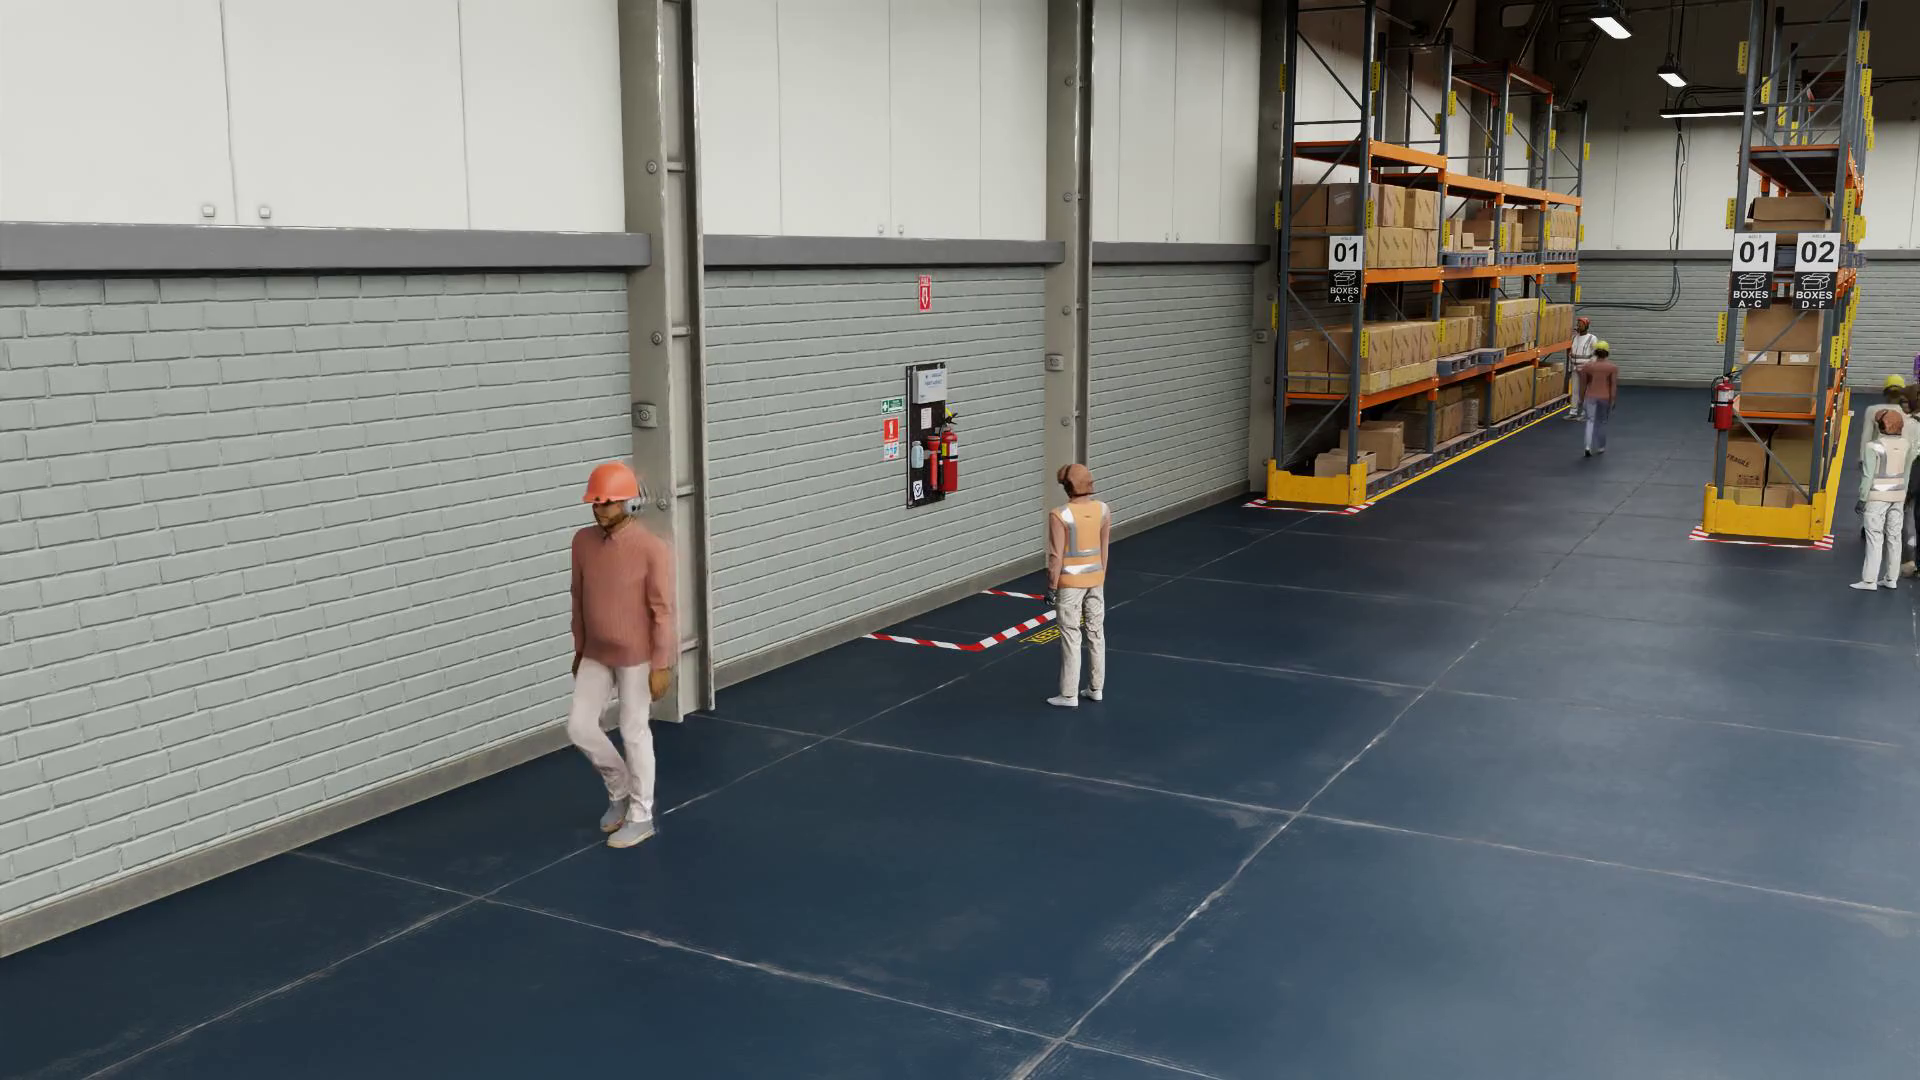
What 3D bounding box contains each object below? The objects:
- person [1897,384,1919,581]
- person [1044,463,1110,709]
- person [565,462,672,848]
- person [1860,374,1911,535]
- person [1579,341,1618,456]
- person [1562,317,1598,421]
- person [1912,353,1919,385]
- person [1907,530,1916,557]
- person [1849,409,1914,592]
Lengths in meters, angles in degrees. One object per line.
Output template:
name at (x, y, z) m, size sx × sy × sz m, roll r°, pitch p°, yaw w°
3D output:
person at (8.799, -0.520, 15.323) m, size 0.546 × 1.820 × 0.442 m, roll -2°, pitch 10°, yaw -13°
person at (0.783, 0.302, 11.045) m, size 0.513 × 1.640 × 0.309 m, roll -7°, pitch 12°, yaw -37°
person at (-1.734, 0.582, 8.404) m, size 0.645 × 1.976 × 0.433 m, roll 5°, pitch 11°, yaw 27°
person at (9.880, -0.890, 17.704) m, size 0.541 × 1.750 × 0.683 m, roll 6°, pitch 12°, yaw 33°
person at (9.579, -2.124, 24.991) m, size 0.532 × 1.728 × 0.883 m, roll 5°, pitch 11°, yaw 27°
person at (11.291, -3.099, 30.250) m, size 0.356 × 1.882 × 0.572 m, roll -5°, pitch 11°, yaw -27°
person at (14.681, -2.233, 25.111) m, size 0.548 × 1.911 × 0.826 m, roll 5°, pitch 11°, yaw 26°
person at (9.802, -0.735, 16.522) m, size 0.716 × 1.847 × 0.620 m, roll 7°, pitch 12°, yaw 35°
person at (8.255, -0.352, 14.871) m, size 0.511 × 1.641 × 0.309 m, roll -3°, pitch 10°, yaw -16°
